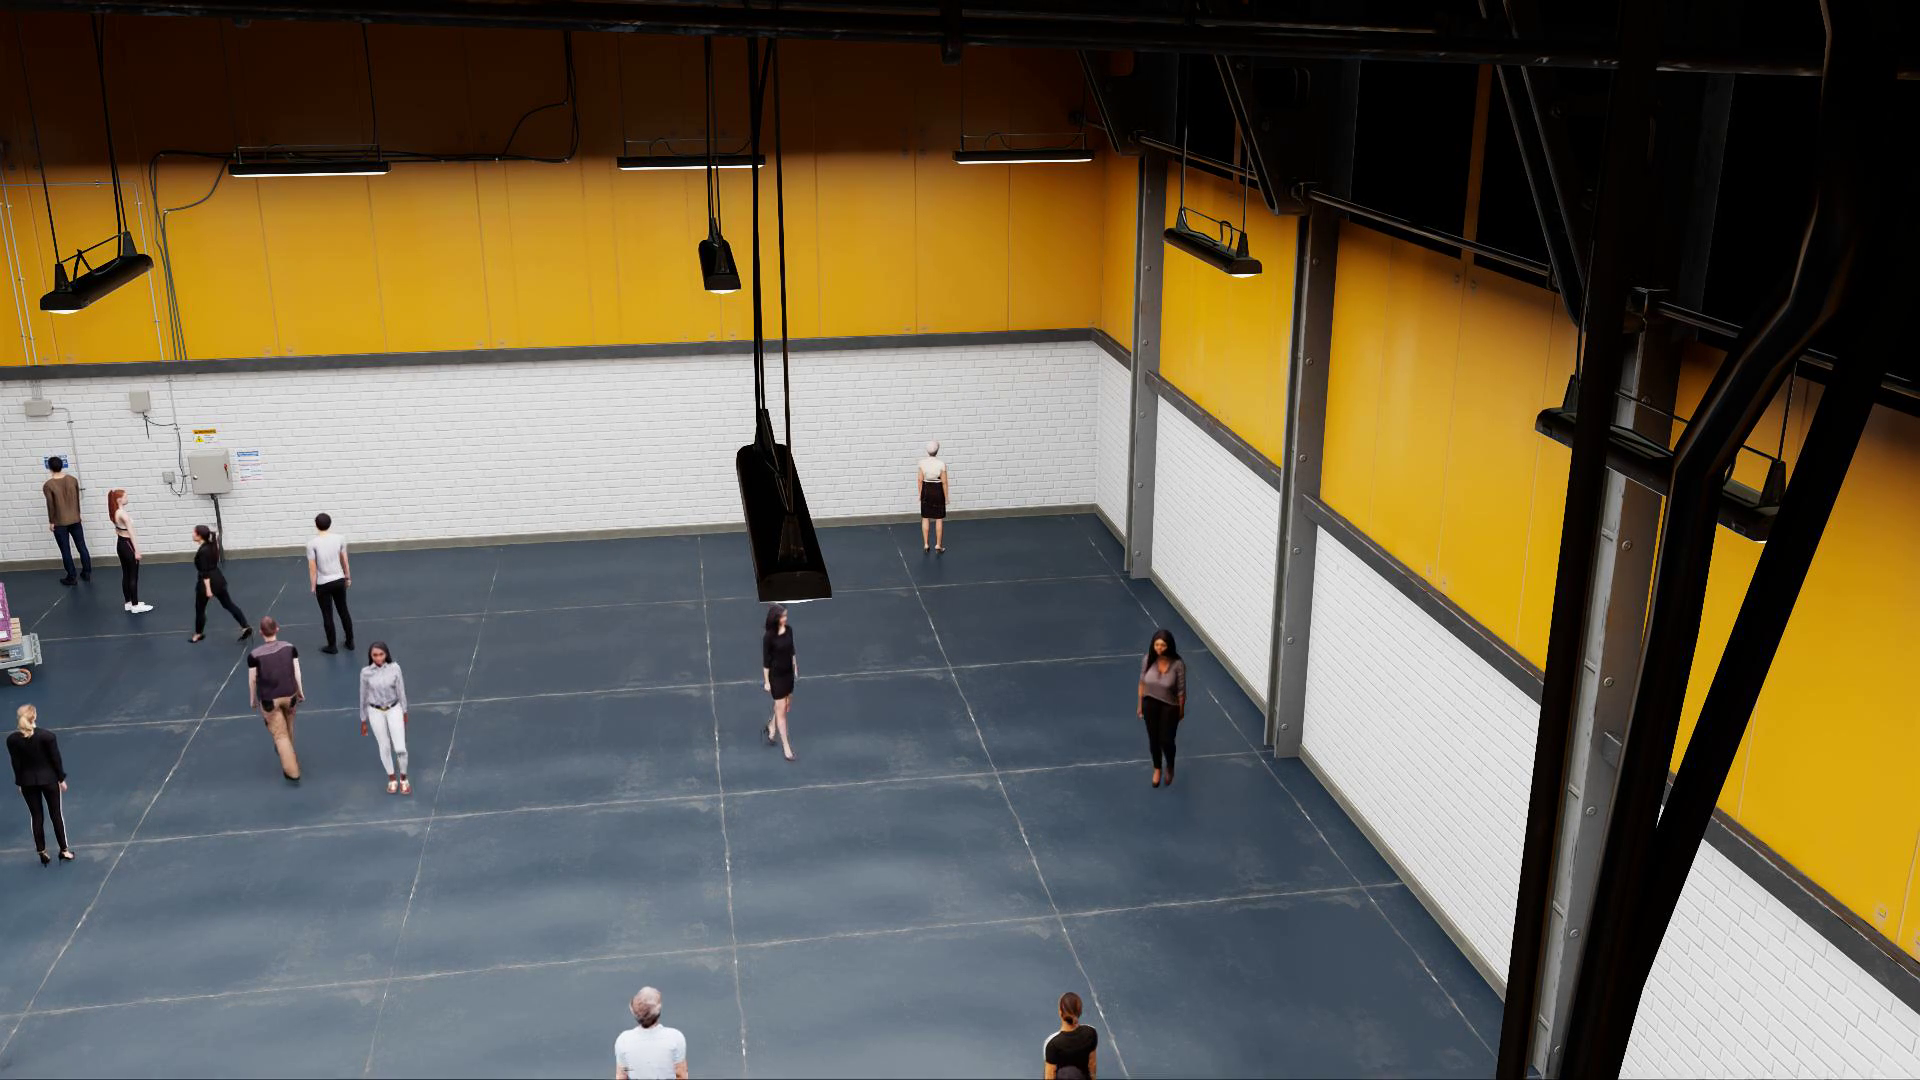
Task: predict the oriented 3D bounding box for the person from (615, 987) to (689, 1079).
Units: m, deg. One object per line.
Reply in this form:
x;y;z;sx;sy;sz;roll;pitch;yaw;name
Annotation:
-2.103;3.945;11.361;0.720;1.815;0.936;-1;19;-2;person

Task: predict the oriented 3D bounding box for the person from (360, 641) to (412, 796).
-6.119;1.860;17.712;0.628;1.713;0.602;-4;19;-13;person

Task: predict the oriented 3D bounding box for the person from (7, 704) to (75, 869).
-8.945;2.380;16.177;0.621;1.707;0.570;-5;19;-14;person

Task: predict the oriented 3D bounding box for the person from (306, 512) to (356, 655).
-8.087;0.552;21.364;0.743;1.862;0.733;-16;24;-39;person

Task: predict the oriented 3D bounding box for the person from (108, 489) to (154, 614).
-11.415;0.137;22.782;0.643;1.742;0.725;16;24;39;person

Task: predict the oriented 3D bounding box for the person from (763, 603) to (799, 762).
-2.040;1.536;18.550;0.978;1.793;0.896;15;24;37;person

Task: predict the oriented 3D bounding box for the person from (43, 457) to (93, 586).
-12.797;-0.288;23.817;0.802;1.888;0.730;11;22;30;person

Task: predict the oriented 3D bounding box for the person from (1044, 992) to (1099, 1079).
0.775;3.917;11.676;0.632;1.668;0.590;-9;21;-25;person

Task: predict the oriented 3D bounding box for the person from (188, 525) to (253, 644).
-9.611;0.607;21.578;0.854;1.620;1.085;1;19;4;person

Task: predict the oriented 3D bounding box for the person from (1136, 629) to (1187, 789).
2.179;1.780;17.773;0.778;1.826;0.815;8;20;23;person

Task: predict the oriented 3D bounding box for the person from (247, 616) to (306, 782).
-7.340;1.741;17.940;1.090;1.794;1.293;-15;24;-38;person

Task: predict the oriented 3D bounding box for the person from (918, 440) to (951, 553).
-0.410;-0.653;25.109;0.711;1.755;0.680;5;19;14;person
